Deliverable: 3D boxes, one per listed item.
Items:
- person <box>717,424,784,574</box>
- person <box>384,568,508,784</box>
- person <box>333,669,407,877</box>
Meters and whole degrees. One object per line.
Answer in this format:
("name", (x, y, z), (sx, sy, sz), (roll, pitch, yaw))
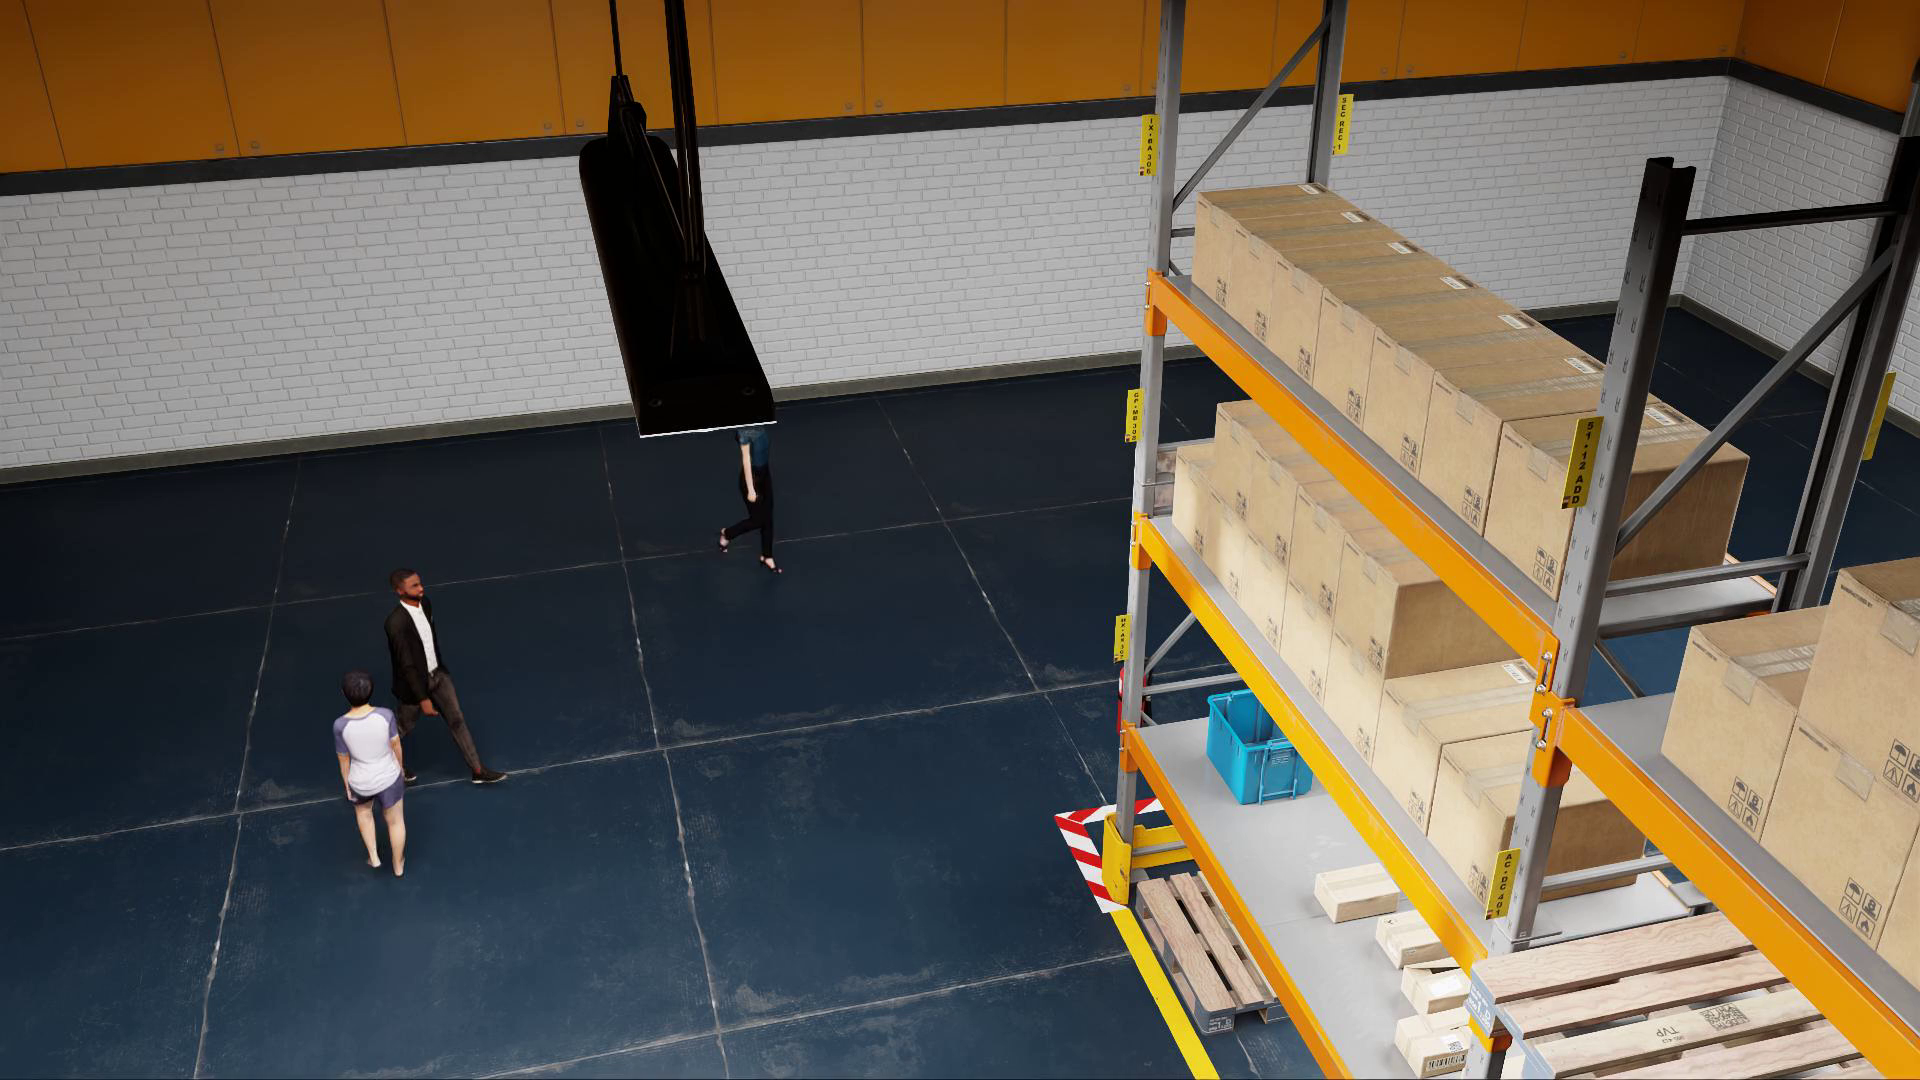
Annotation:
("person", (-1.858, -0.492, 14.520), (0.879, 1.724, 0.883), (8, 30, 15))
("person", (-3.890, 1.016, 11.725), (1.142, 1.753, 1.221), (8, 30, 15))
("person", (-3.831, 1.582, 10.900), (0.552, 1.548, 0.548), (-8, 30, -15))
